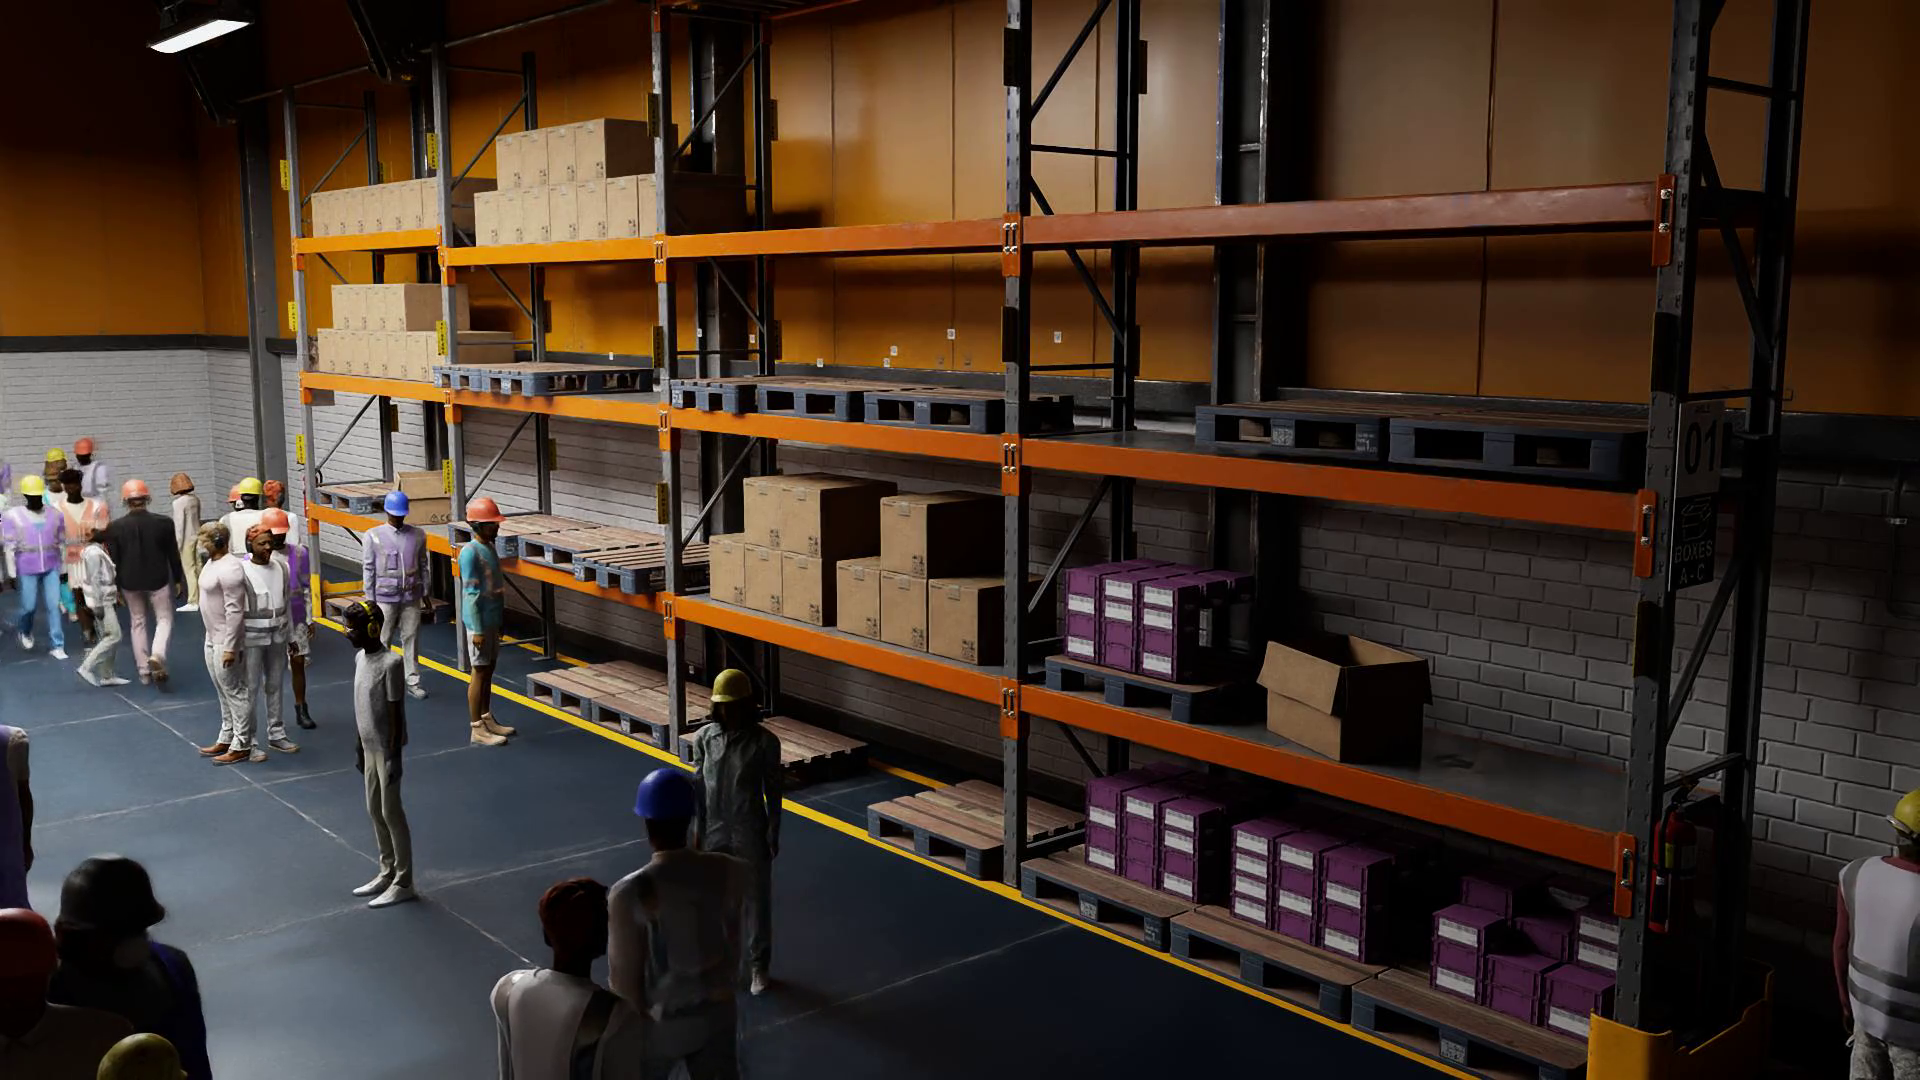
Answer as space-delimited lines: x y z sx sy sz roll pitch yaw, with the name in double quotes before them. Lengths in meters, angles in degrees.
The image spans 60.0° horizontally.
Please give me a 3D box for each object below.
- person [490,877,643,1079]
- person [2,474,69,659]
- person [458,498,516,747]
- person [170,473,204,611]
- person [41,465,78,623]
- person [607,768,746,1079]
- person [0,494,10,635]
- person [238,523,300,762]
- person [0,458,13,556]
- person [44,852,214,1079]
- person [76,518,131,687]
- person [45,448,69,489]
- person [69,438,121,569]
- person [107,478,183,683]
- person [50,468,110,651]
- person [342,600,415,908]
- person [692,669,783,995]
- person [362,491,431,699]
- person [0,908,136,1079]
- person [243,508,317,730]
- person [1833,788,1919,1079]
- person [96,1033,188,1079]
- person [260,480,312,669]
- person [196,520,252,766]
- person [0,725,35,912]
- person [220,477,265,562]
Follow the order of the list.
"person" -1.207 1.977 5.196 0.575 1.876 0.356 4 9 29
"person" -9.437 0.264 16.997 0.617 1.908 0.652 -8 11 -44
"person" -3.895 0.667 13.704 0.374 2.044 0.606 0 8 -1
"person" -9.097 0.025 19.583 0.284 1.633 0.498 1 8 4
"person" -10.322 0.018 19.092 0.545 1.796 0.937 -7 11 -41
"person" -1.070 1.806 6.331 0.642 1.892 1.011 -7 11 -40
"person" -10.502 0.142 17.841 0.604 1.909 0.516 -4 9 -25
"person" -5.564 0.806 13.288 0.353 1.883 0.573 5 10 32
"person" -12.354 -0.385 21.110 0.622 2.013 0.501 -6 10 -35
"person" -2.482 1.919 5.006 0.537 2.000 0.685 3 9 19
"person" -8.049 0.595 15.616 0.369 1.623 0.534 -3 9 -22
"person" -11.694 -0.325 21.623 0.284 1.746 0.492 -3 9 -18
"person" -11.471 -0.444 22.036 0.587 1.882 0.929 1 8 8
"person" -7.709 0.404 15.731 0.645 1.981 0.604 -3 9 -17
"person" -9.315 0.169 17.661 0.640 1.917 1.022 -6 10 -34
"person" -3.537 1.282 10.092 0.528 1.856 0.349 8 11 43
"person" -1.179 1.529 8.747 0.485 1.744 0.309 2 8 11
"person" -5.117 0.512 15.145 0.602 1.938 0.400 -6 10 -38
"person" -2.626 1.990 4.718 0.621 1.986 0.409 -4 9 -24
"person" -5.735 0.678 14.057 0.548 1.924 0.387 -7 11 -41
"person" 3.618 1.832 6.342 0.404 1.829 0.591 -3 9 -18
"person" -2.138 2.157 4.426 0.487 1.737 0.322 2 9 16
"person" -6.755 0.344 16.486 0.573 1.887 0.355 1 8 9
"person" -5.824 0.800 13.142 0.372 1.940 0.632 -6 10 -38
"person" -4.826 1.557 8.221 0.344 1.841 0.506 4 9 27
"person" -6.956 0.341 16.405 0.589 1.918 0.390 -1 8 -4
